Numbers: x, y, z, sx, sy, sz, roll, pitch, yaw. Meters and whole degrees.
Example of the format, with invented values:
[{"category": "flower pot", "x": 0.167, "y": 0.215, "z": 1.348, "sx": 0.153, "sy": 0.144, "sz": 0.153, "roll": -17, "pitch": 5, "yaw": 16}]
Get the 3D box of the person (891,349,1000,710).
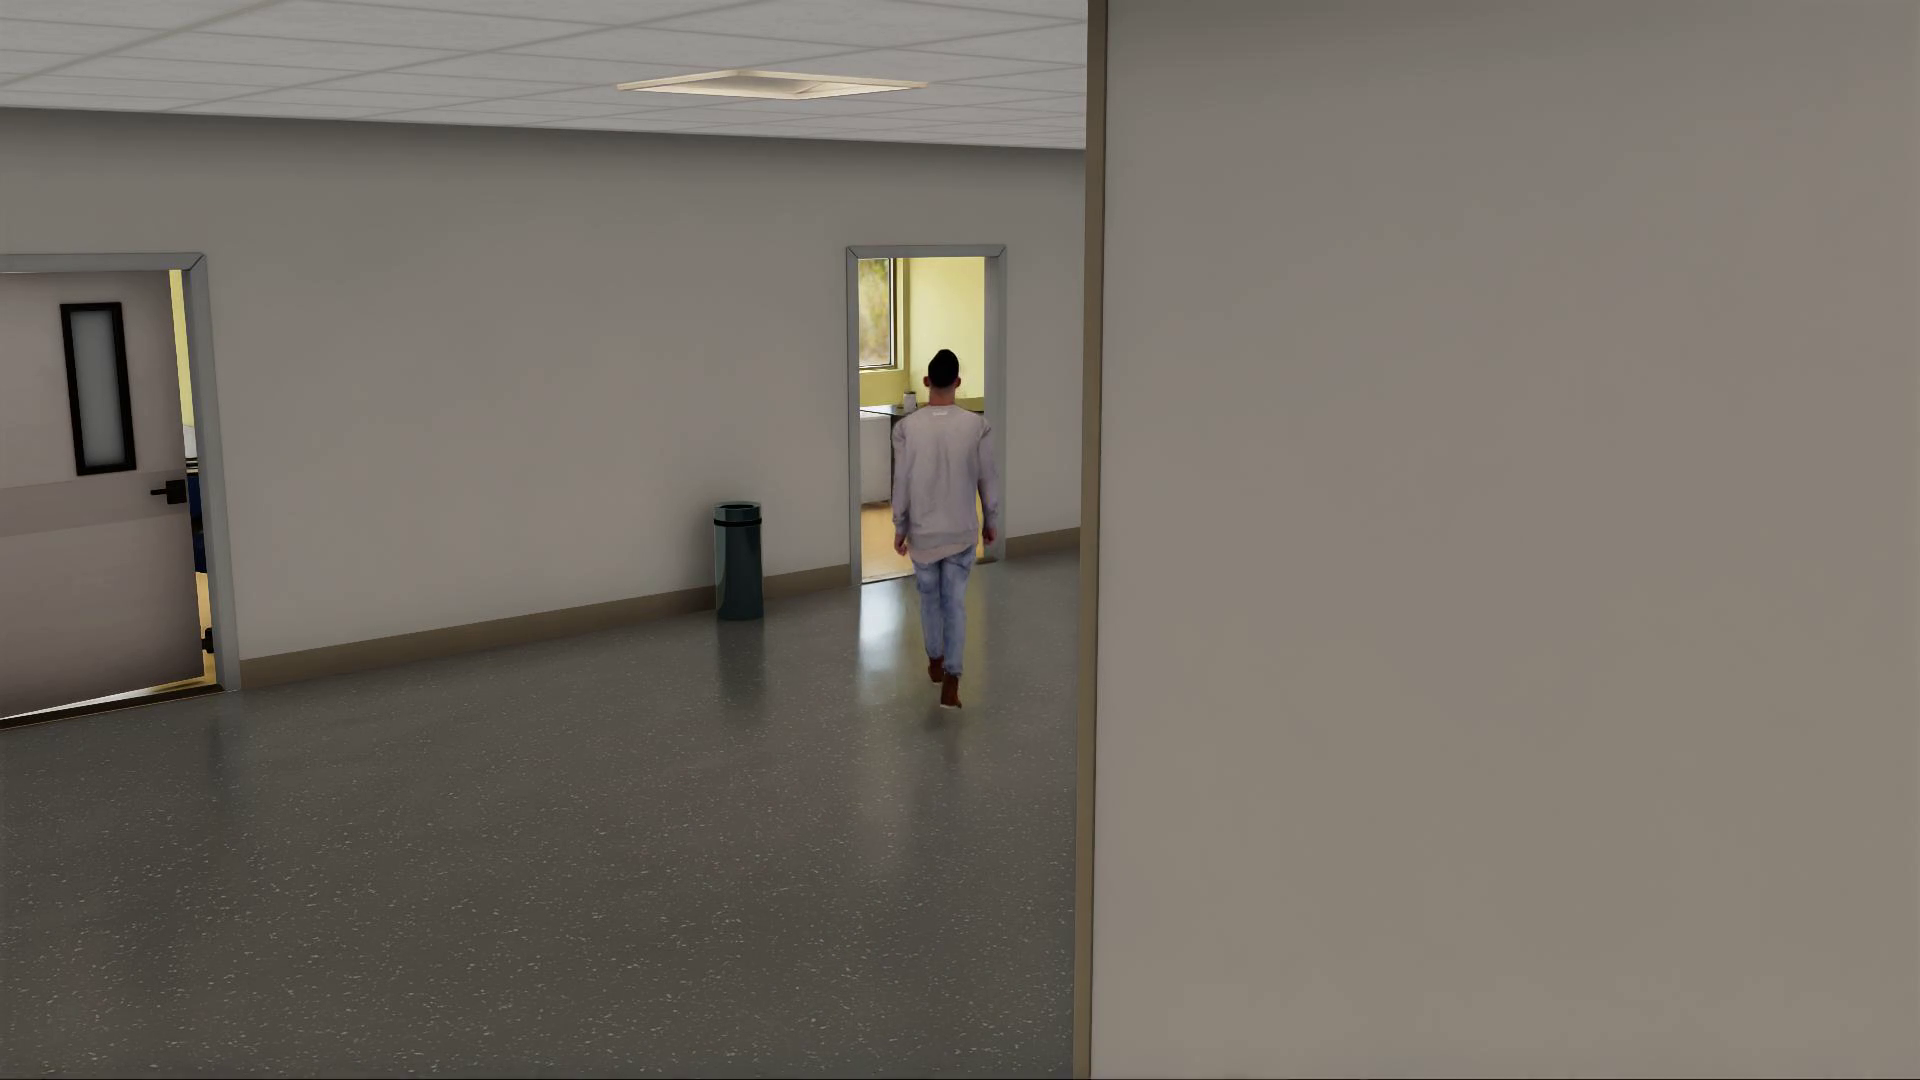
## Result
[{"category": "person", "x": -0.075, "y": -0.015, "z": 8.371, "sx": 1.205, "sy": 1.797, "sz": 1.217, "roll": 0, "pitch": 11, "yaw": 0}]
